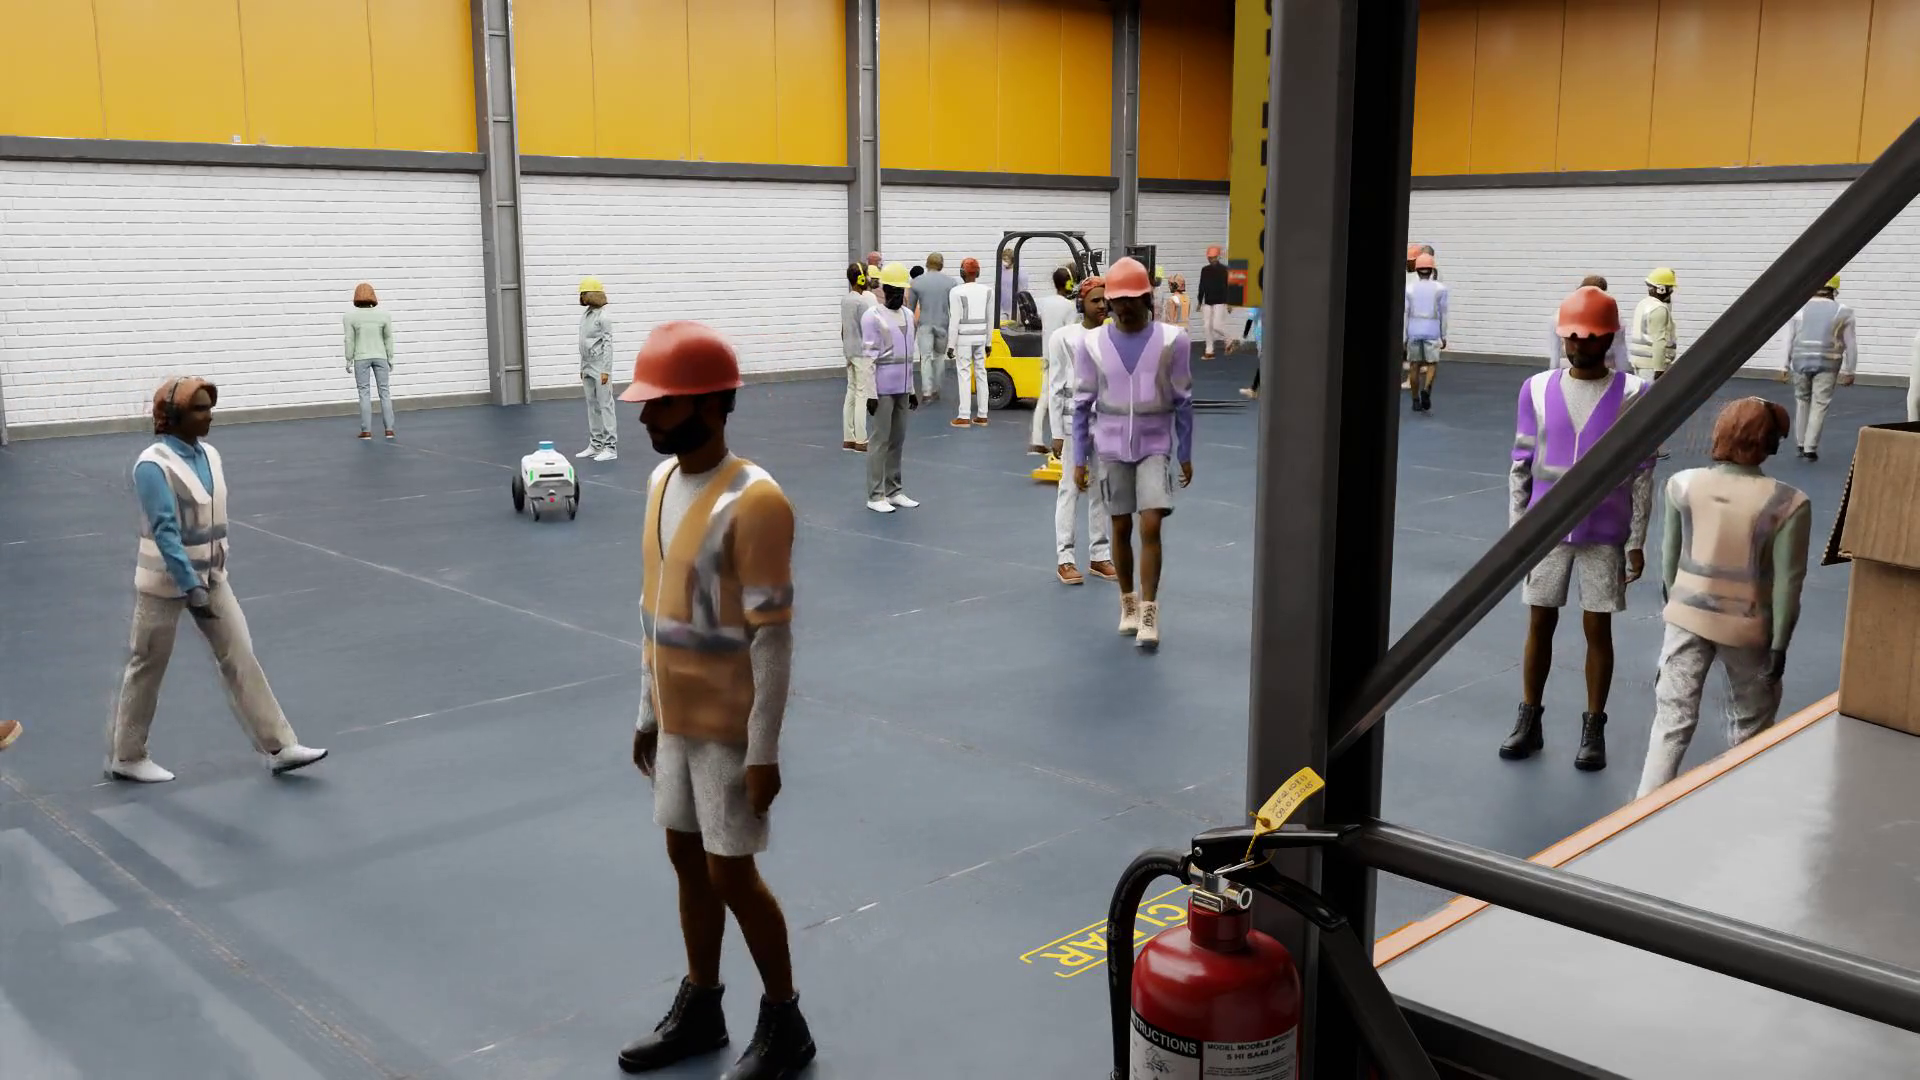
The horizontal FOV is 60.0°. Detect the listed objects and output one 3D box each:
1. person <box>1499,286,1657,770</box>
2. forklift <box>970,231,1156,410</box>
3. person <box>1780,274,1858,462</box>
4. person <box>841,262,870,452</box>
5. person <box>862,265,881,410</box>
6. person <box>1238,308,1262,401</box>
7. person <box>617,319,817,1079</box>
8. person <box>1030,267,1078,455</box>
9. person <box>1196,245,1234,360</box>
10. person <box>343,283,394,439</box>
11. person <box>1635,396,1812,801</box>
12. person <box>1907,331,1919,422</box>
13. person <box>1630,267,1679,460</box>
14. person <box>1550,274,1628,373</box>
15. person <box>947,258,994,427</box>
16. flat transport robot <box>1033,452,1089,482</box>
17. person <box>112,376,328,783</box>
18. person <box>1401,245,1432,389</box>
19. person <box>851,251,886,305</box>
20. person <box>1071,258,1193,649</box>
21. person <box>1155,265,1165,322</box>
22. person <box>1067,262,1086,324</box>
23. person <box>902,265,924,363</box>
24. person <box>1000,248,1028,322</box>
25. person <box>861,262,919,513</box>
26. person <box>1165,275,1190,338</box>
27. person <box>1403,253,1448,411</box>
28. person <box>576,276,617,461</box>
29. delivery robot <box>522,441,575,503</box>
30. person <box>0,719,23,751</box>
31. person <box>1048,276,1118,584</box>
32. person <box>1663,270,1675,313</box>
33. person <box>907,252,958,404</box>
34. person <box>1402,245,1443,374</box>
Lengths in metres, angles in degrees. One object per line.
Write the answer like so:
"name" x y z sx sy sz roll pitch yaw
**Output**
"person" 2.461 -0.040 6.653 0.551 1.932 0.378 6 12 31
"forklift" 1.222 -2.721 20.561 2.313 2.155 1.214 2 11 13
"person" 8.193 -1.658 15.814 0.629 1.801 0.778 9 14 39
"person" -0.988 -1.801 16.421 0.328 1.875 0.513 -6 12 -31
"person" -1.116 -2.481 20.428 0.329 1.765 0.526 -4 11 -22
"person" 3.855 -2.553 21.124 0.542 1.643 0.864 -9 14 -41
"person" -0.638 0.425 4.123 0.381 1.937 0.554 -8 13 -38
"person" 1.011 -1.760 16.354 0.516 1.821 0.979 9 14 40
"person" 4.394 -4.080 28.580 0.561 1.972 0.644 -8 13 -39
"person" -6.206 -1.874 17.476 0.501 1.632 0.288 -6 12 -31
"person" 2.614 0.304 5.695 0.512 1.598 0.859 10 14 44
"person" 5.986 -0.639 9.905 0.633 1.938 0.356 10 14 42
"person" 6.644 -1.693 15.948 0.404 1.832 0.592 1 10 6
"person" 5.388 -1.378 14.313 0.635 1.809 0.909 10 14 42
"person" 0.113 -2.195 18.544 0.585 1.880 0.343 -7 13 -34
"flat transport robot" 1.250 -0.705 14.819 0.652 0.197 1.431 6 12 28
"person" -2.953 0.173 6.414 0.845 1.595 0.521 2 11 9
"person" 6.117 -3.040 22.846 0.644 1.994 0.855 9 14 40
"person" -1.163 -3.018 22.968 0.654 1.906 0.408 4 11 23
"person" 0.877 -0.438 8.615 0.627 2.008 0.848 2 11 11
"person" 2.567 -2.832 22.443 0.542 1.710 0.867 -5 12 -26
"person" 1.364 -2.755 21.859 0.863 1.801 0.653 0 10 1
"person" -0.638 -3.216 24.649 0.530 1.689 0.321 4 11 20
"person" 0.774 -3.540 25.742 0.370 1.934 0.627 -10 14 -43
"person" -0.520 -1.181 12.901 0.373 1.922 0.593 7 12 33
"person" 2.785 -2.578 21.322 0.310 1.633 0.518 7 13 34
"person" 5.575 -2.488 20.034 0.558 1.926 0.631 3 11 17
"person" -3.483 -1.630 15.843 0.297 1.744 0.487 -10 14 -42
"delivery robot" -3.158 -0.511 12.731 0.477 0.478 0.707 -4 11 -18
"person" -3.983 0.021 6.248 0.660 1.949 0.957 7 12 33
"person" 0.809 -0.674 10.251 0.573 1.883 0.356 -5 12 -27
"person" 10.317 -3.151 24.438 0.268 1.632 0.507 3 11 16
"person" -0.357 -2.703 21.214 0.677 1.908 0.769 -1 10 -5
"person" 7.193 -3.648 26.037 0.686 2.000 1.033 1 10 8
